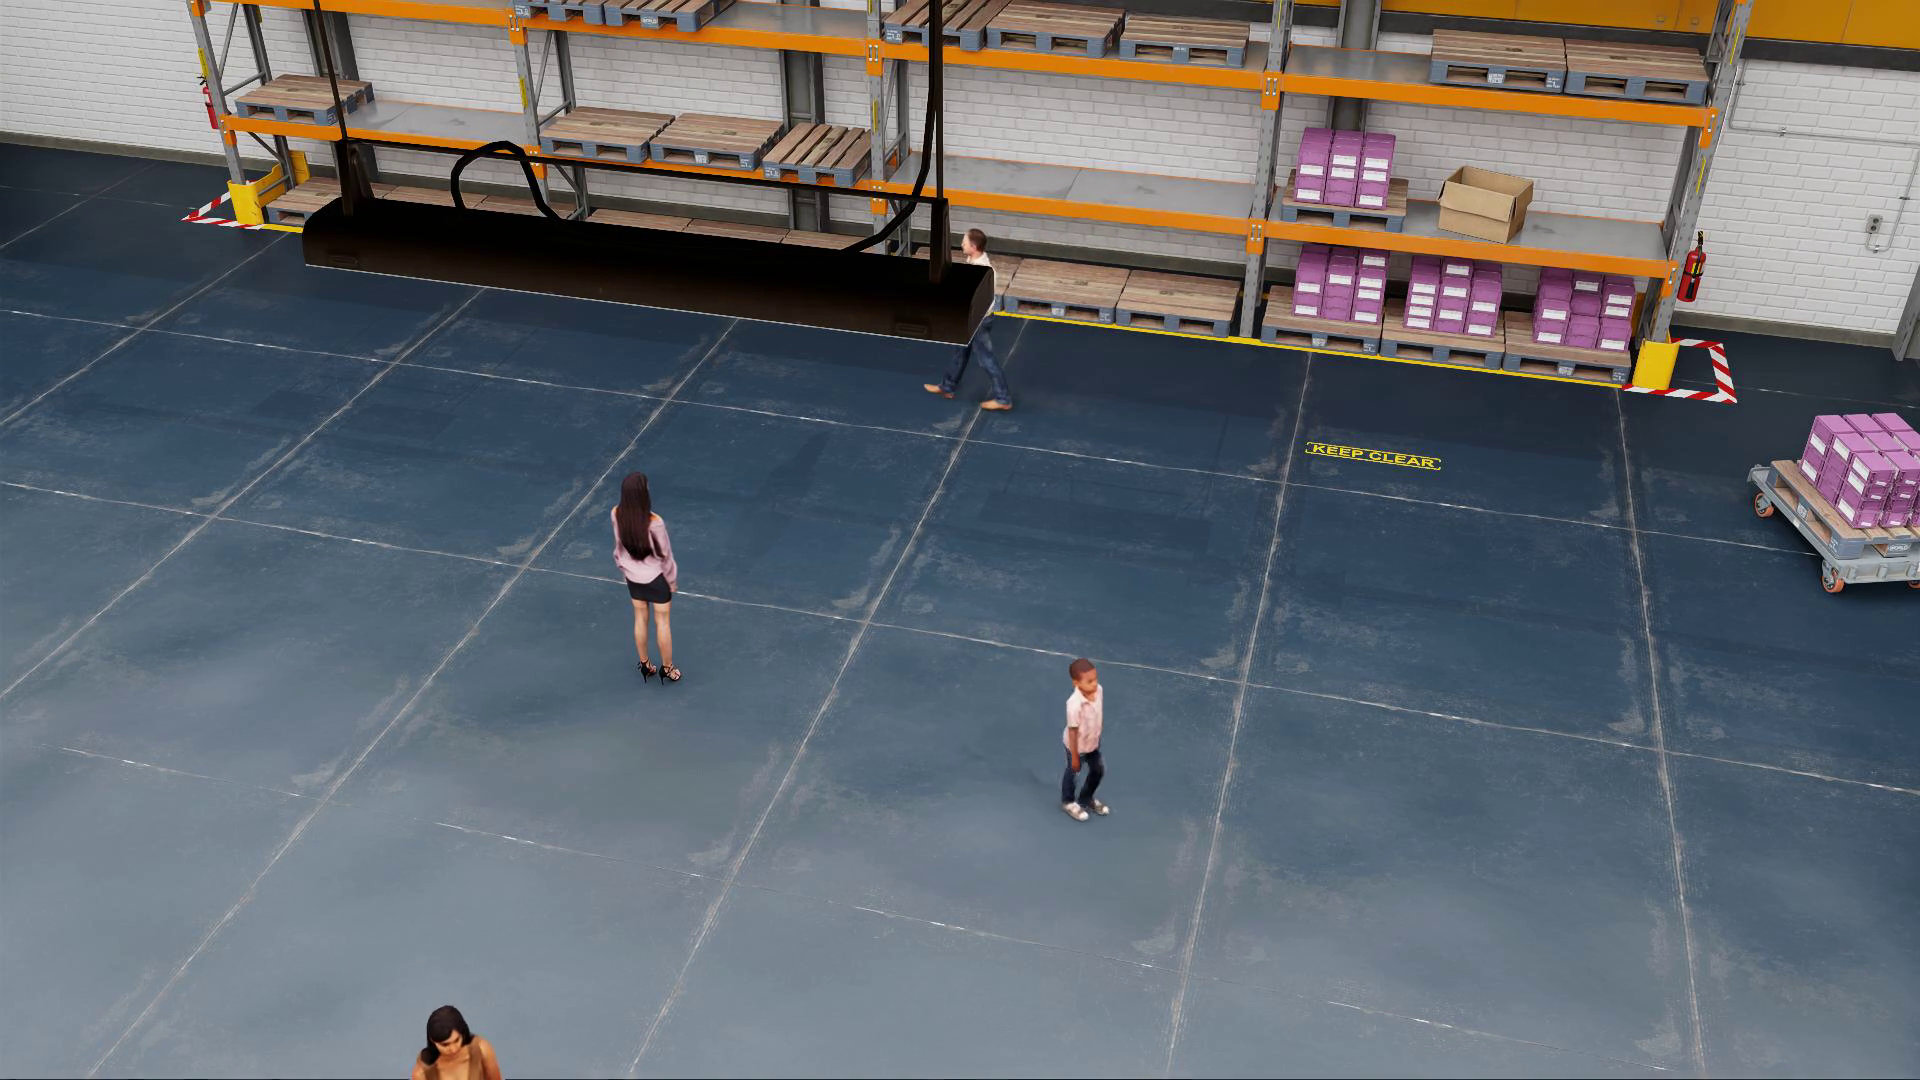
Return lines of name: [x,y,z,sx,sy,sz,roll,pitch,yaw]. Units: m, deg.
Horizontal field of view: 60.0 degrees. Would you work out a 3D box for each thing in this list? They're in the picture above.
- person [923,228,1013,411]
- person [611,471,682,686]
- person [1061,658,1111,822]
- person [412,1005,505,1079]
person: [0.252,-2.036,15.669,1.146,1.810,0.751,5,34,8]
person: [-2.287,0.291,12.167,0.492,1.812,0.704,12,35,17]
person: [0.771,1.304,11.106,0.649,1.299,0.613,27,42,34]
person: [-2.505,2.895,8.368,0.706,1.680,0.763,-18,38,-26]
